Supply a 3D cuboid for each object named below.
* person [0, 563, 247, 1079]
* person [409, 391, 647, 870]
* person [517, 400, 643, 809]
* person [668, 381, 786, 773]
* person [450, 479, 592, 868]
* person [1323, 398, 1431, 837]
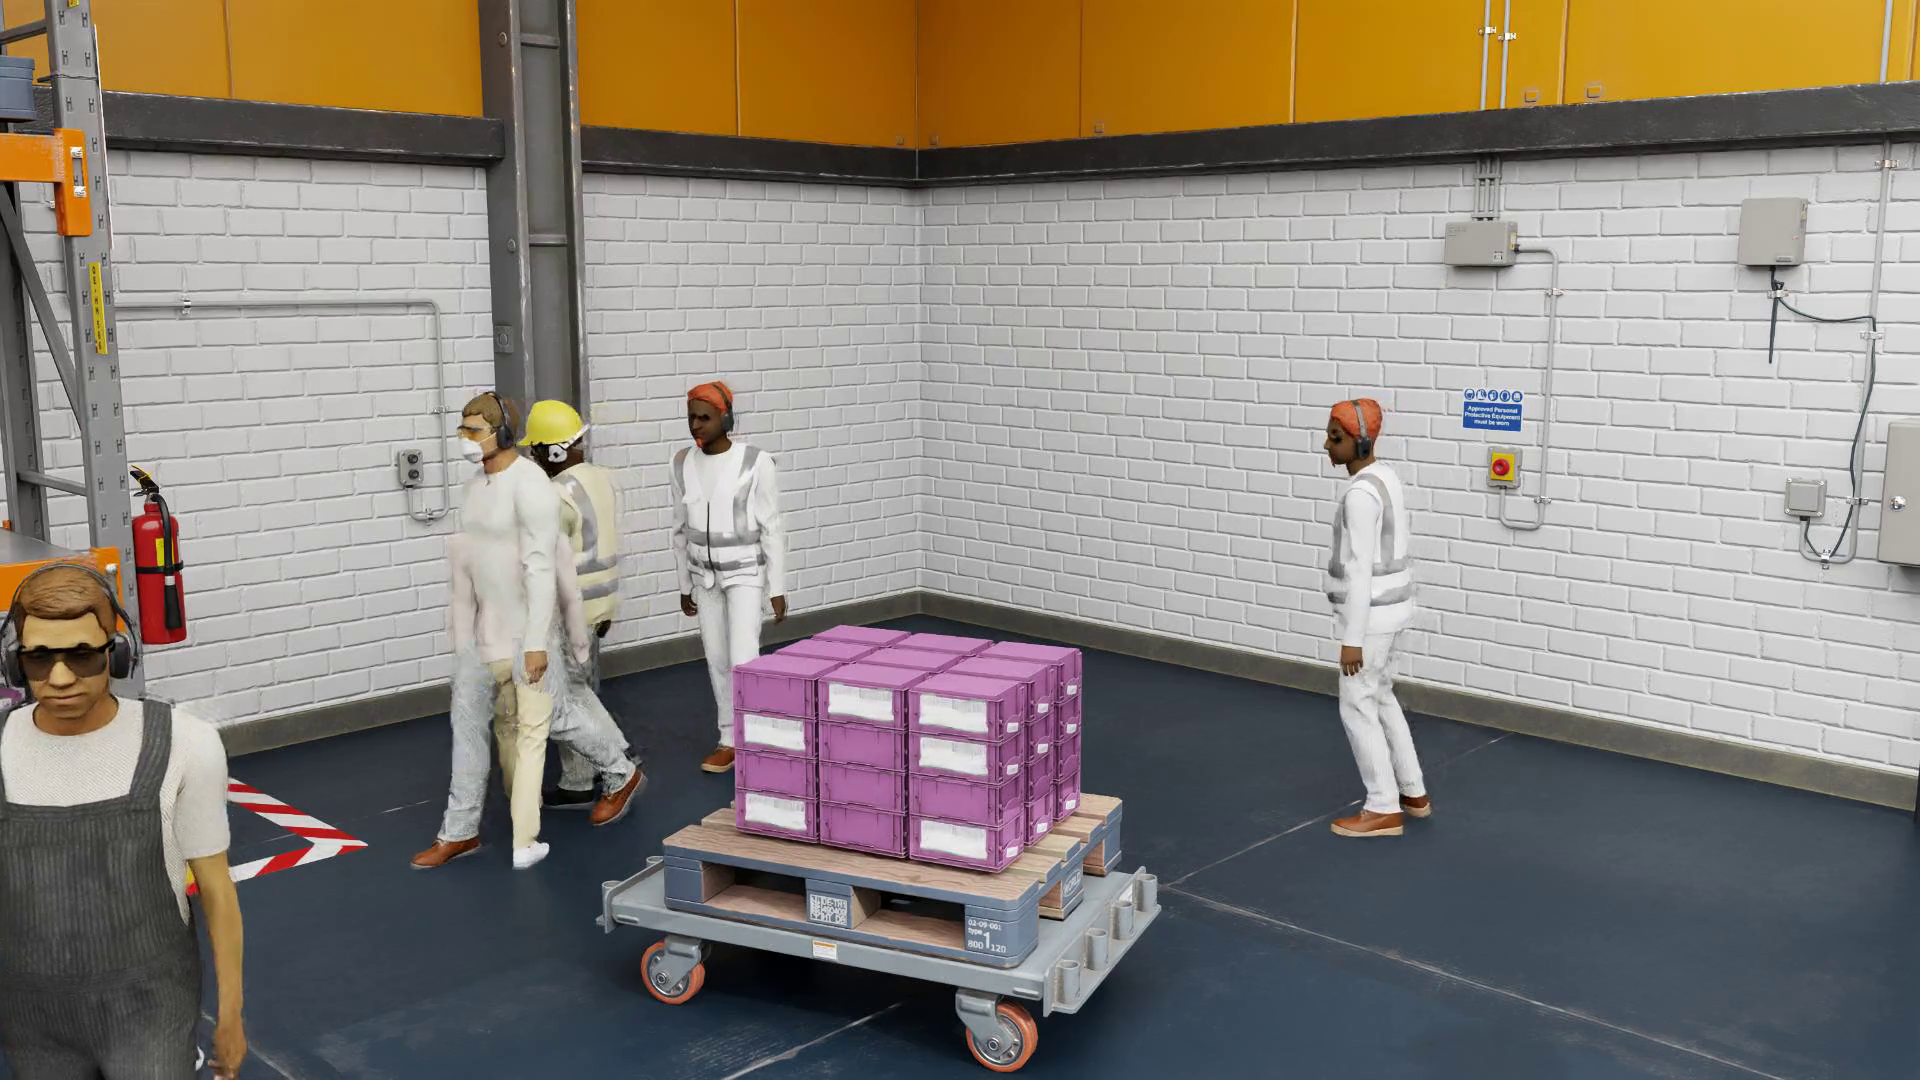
[{"bbox_3d":[-1.651,0.948,3.138,0.531,1.824,0.553,-2,10,-13],"label":"person"},{"bbox_3d":[-1.748,0.335,6.754,0.628,1.904,0.991,8,12,41],"label":"person"},{"bbox_3d":[-1.697,0.294,7.229,0.410,1.806,0.594,1,9,5],"label":"person"},{"bbox_3d":[-1.072,0.197,7.695,0.594,1.861,0.425,4,10,25],"label":"person"},{"bbox_3d":[-1.770,0.469,6.782,0.519,1.602,0.724,1,9,4],"label":"person"},{"bbox_3d":[1.728,0.328,6.933,0.458,1.851,0.657,4,10,23],"label":"person"}]
